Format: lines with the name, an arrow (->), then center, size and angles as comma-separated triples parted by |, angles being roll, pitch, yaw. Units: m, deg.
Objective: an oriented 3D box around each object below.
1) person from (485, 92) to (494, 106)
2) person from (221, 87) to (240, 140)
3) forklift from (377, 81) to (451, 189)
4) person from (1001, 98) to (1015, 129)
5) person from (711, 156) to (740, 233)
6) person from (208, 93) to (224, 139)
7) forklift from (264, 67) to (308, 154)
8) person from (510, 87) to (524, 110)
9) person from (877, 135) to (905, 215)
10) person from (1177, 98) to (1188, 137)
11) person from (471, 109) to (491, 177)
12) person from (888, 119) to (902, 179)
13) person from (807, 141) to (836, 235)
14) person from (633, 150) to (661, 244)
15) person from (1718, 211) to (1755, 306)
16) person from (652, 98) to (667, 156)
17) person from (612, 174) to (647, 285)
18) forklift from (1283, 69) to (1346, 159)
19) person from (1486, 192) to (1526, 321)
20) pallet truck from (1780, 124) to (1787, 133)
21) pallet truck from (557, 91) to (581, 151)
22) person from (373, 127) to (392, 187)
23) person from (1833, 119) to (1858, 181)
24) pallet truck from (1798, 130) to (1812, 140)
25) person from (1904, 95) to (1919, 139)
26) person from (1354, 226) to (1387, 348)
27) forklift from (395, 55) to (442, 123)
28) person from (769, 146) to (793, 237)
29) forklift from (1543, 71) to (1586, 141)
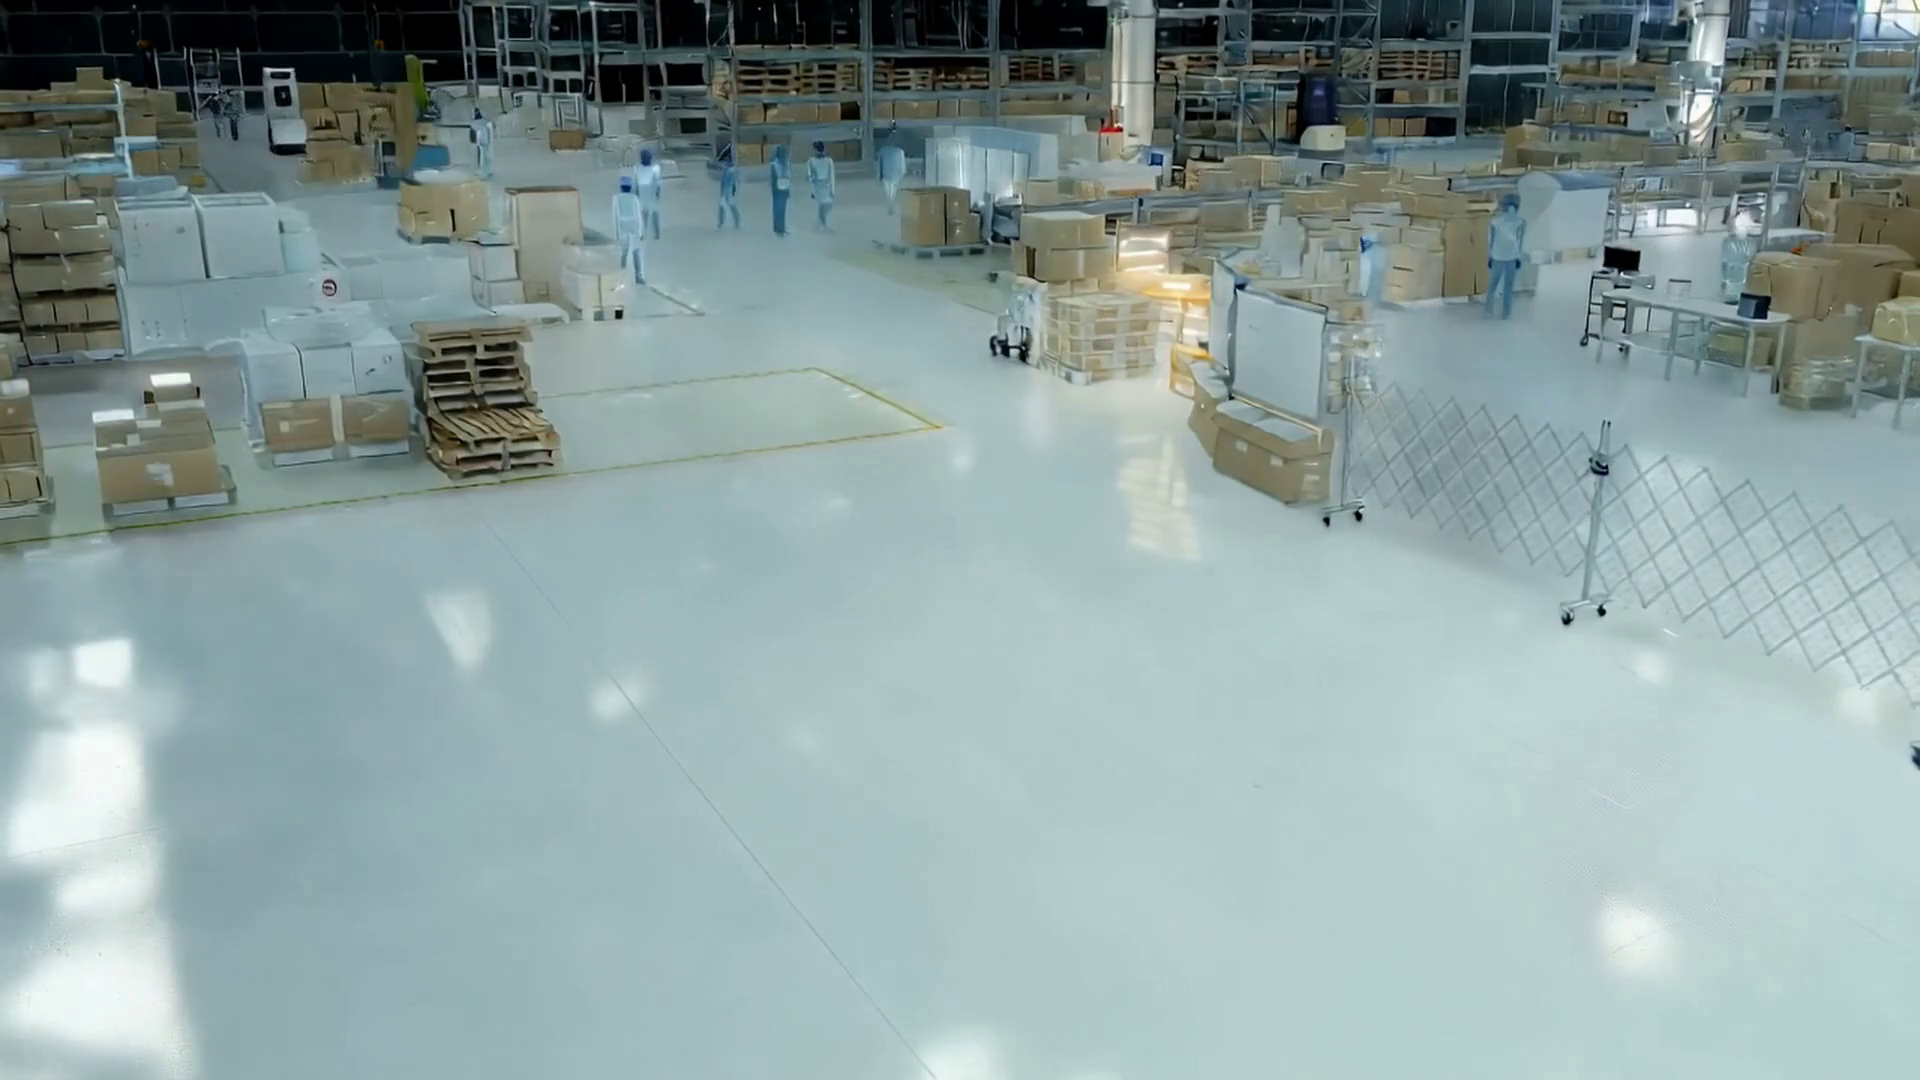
person -> -18.157, -16.382, 63.960 | 0.793, 1.605, 0.526 | -12, 22, -34
person -> -27.139, -15.861, 61.876 | 0.552, 1.886, 0.907 | -11, 21, -30
forklift -> -14.992, -11.085, 45.393 | 1.873, 2.768, 1.129 | -9, 20, -26
person -> 1.508, -13.279, 53.742 | 1.012, 1.953, 0.612 | -6, 19, -19
person -> -5.094, -7.517, 36.207 | 0.550, 1.662, 0.712 | 15, 23, 38
person -> -27.942, -15.937, 62.458 | 0.545, 1.673, 0.674 | -14, 23, -37
forklift -> -22.743, -14.484, 55.990 | 1.129, 2.768, 1.873 | -9, 20, -26
person -> -17.683, -17.237, 66.485 | 0.531, 1.693, 0.320 | -9, 20, -25
person -> -1.632, -8.635, 39.382 | 0.637, 1.880, 0.868 | 3, 18, 8
person -> 8.277, -15.766, 61.994 | 0.498, 1.634, 0.283 | -9, 20, -26
person -> -13.875, -11.480, 48.163 | 0.636, 1.935, 0.380 | 5, 18, 14
person -> -1.864, -10.875, 46.555 | 0.367, 1.758, 0.524 | -3, 18, -8
person -> -3.001, -7.616, 35.968 | 0.653, 2.018, 0.584 | -10, 21, -29
person -> -6.530, -7.162, 34.714 | 0.608, 1.911, 0.997 | 2, 18, 6
person -> 11.327, -3.824, 24.281 | 0.550, 1.933, 0.375 | -10, 20, -29
person -> -9.875, -13.516, 54.532 | 0.642, 1.919, 0.625 | 15, 23, 38
person -> -5.851, -5.483, 29.444 | 0.543, 1.939, 0.362 | 4, 18, 13
forklift -> 11.615, -13.871, 54.079 | 1.129, 2.768, 1.873 | -9, 20, -27
person -> 8.588, -4.455, 26.154 | 0.399, 1.989, 0.623 | -17, 24, -42
pallet truck -> 25.206, -12.542, 52.601 | 1.601, 1.201, 0.680 | 0, 18, -2
pallet truck -> -13.495, -14.412, 57.188 | 0.823, 1.965, 1.885 | -3, 18, -9
person -> -15.865, -10.514, 45.654 | 0.526, 1.611, 0.533 | 12, 21, 32
person -> 24.417, -10.680, 45.854 | 0.414, 1.814, 0.601 | 15, 23, 40
pallet truck -> 25.526, -11.556, 49.408 | 1.630, 1.274, 0.653 | -9, 20, -26
person -> 32.472, -14.231, 56.793 | 0.538, 1.894, 0.673 | -3, 18, -9
person -> 5.760, -3.512, 23.489 | 0.423, 1.817, 0.626 | 14, 23, 37
forklift -> -23.050, -19.014, 70.112 | 1.873, 2.768, 1.129 | -9, 20, -25
person -> -3.867, -7.503, 35.775 | 0.392, 1.920, 0.593 | 8, 19, 24
forklift -> 18.685, -13.231, 52.085 | 1.873, 2.768, 1.129 | -9, 20, -26
